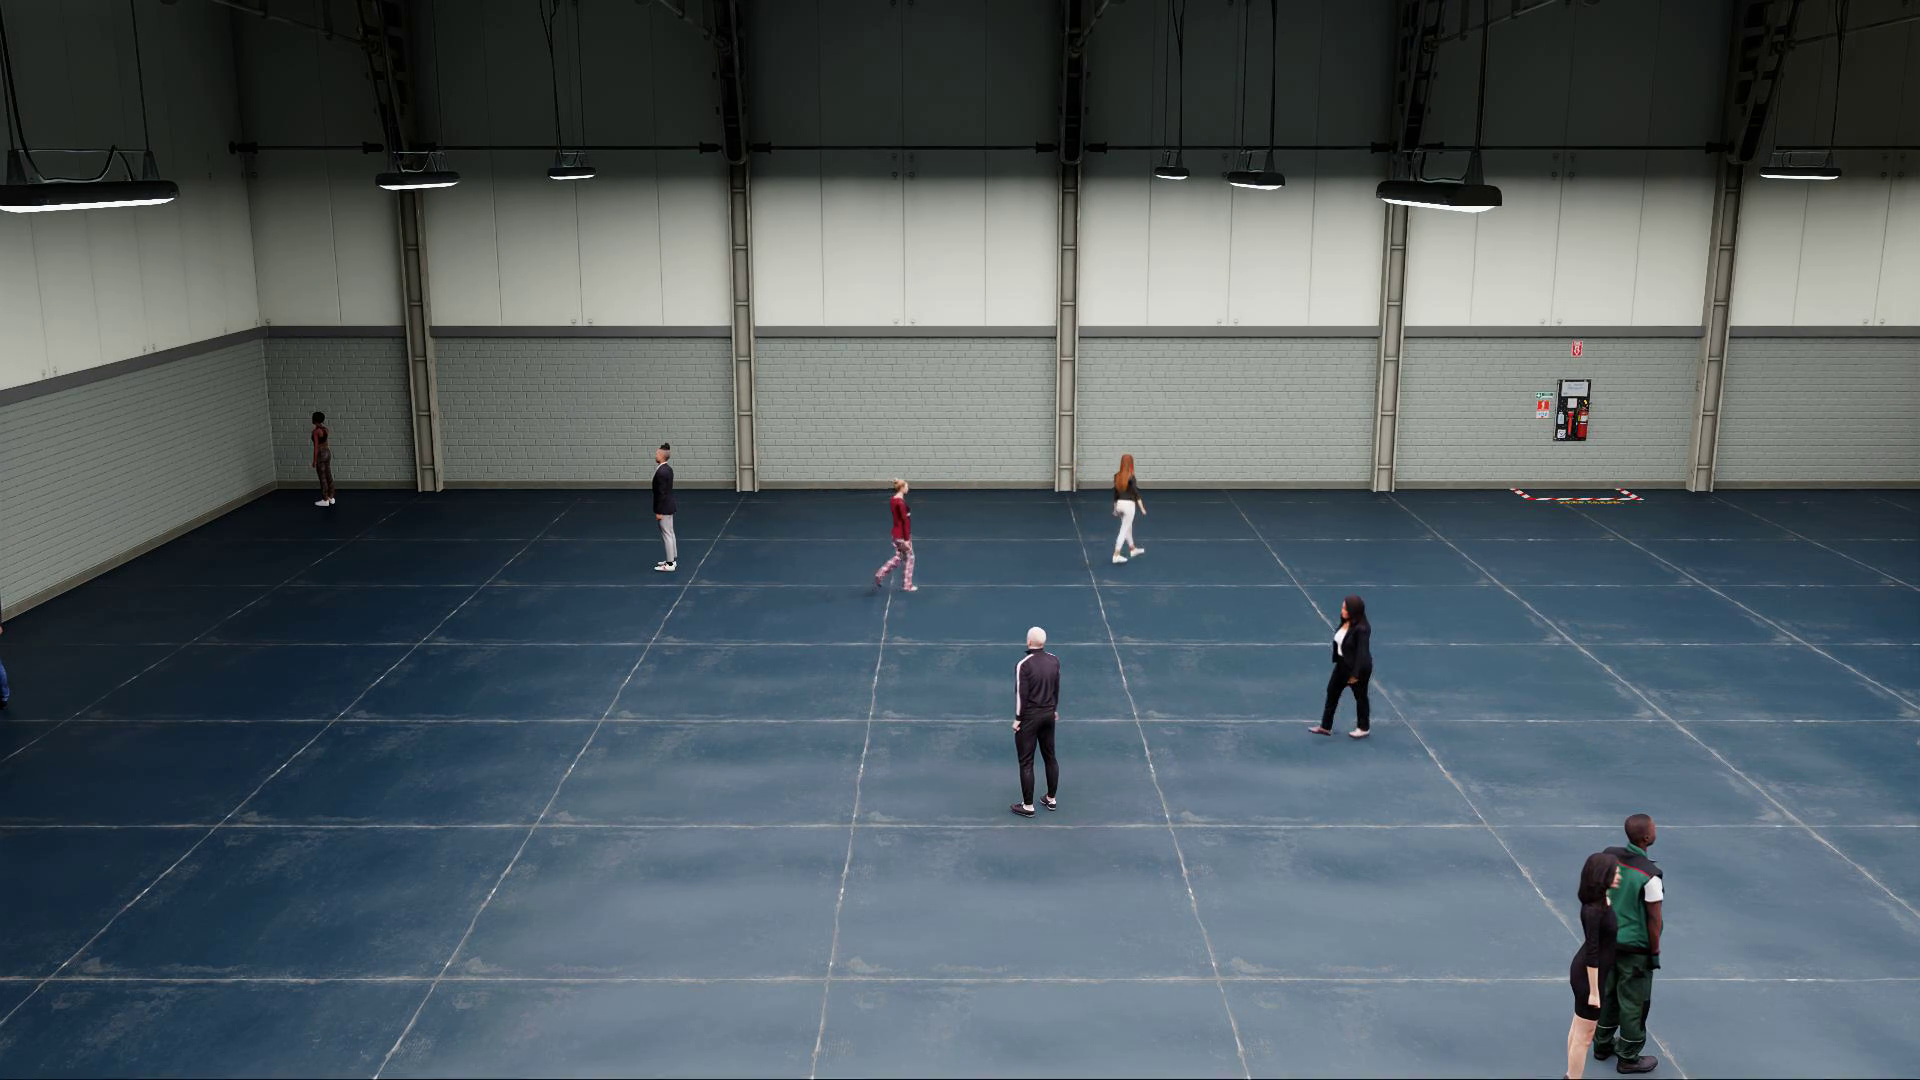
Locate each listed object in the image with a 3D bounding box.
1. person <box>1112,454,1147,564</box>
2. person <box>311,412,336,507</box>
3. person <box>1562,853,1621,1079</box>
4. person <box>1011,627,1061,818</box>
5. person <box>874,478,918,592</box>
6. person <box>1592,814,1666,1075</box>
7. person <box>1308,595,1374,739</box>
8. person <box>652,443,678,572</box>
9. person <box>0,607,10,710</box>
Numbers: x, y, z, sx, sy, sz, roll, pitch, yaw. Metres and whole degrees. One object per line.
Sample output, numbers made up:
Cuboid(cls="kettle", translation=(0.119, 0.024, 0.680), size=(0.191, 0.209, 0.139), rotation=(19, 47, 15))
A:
Cuboid(cls="person", translation=(2.521, -0.458, 25.630), size=(1.075, 1.670, 0.925), rotation=(-9, 16, -34))
Cuboid(cls="person", translation=(-11.500, -1.478, 29.969), size=(0.582, 1.700, 0.624), rotation=(3, 13, 12))
Cuboid(cls="person", translation=(4.116, 2.889, 10.876), size=(0.609, 1.806, 0.648), rotation=(5, 14, 21))
Cuboid(cls="person", translation=(0.735, 1.719, 15.858), size=(0.730, 1.837, 0.830), rotation=(-9, 16, -35))
Cuboid(cls="person", translation=(-0.914, -0.054, 23.868), size=(0.981, 1.678, 0.833), rotation=(-5, 14, -22))
Cuboid(cls="person", translation=(4.589, 2.746, 11.417), size=(0.758, 1.839, 0.772), rotation=(-6, 14, -23))
Cuboid(cls="person", translation=(4.297, 1.375, 17.893), size=(1.022, 1.589, 0.869), rotation=(-6, 14, -25))
Cuboid(cls="person", translation=(-4.478, -0.516, 25.261), size=(0.564, 1.950, 0.703), rotation=(0, 13, 1))
Cuboid(cls="person", translation=(-11.077, 1.017, 18.766), size=(0.785, 1.893, 0.758), rotation=(10, 16, 36))
